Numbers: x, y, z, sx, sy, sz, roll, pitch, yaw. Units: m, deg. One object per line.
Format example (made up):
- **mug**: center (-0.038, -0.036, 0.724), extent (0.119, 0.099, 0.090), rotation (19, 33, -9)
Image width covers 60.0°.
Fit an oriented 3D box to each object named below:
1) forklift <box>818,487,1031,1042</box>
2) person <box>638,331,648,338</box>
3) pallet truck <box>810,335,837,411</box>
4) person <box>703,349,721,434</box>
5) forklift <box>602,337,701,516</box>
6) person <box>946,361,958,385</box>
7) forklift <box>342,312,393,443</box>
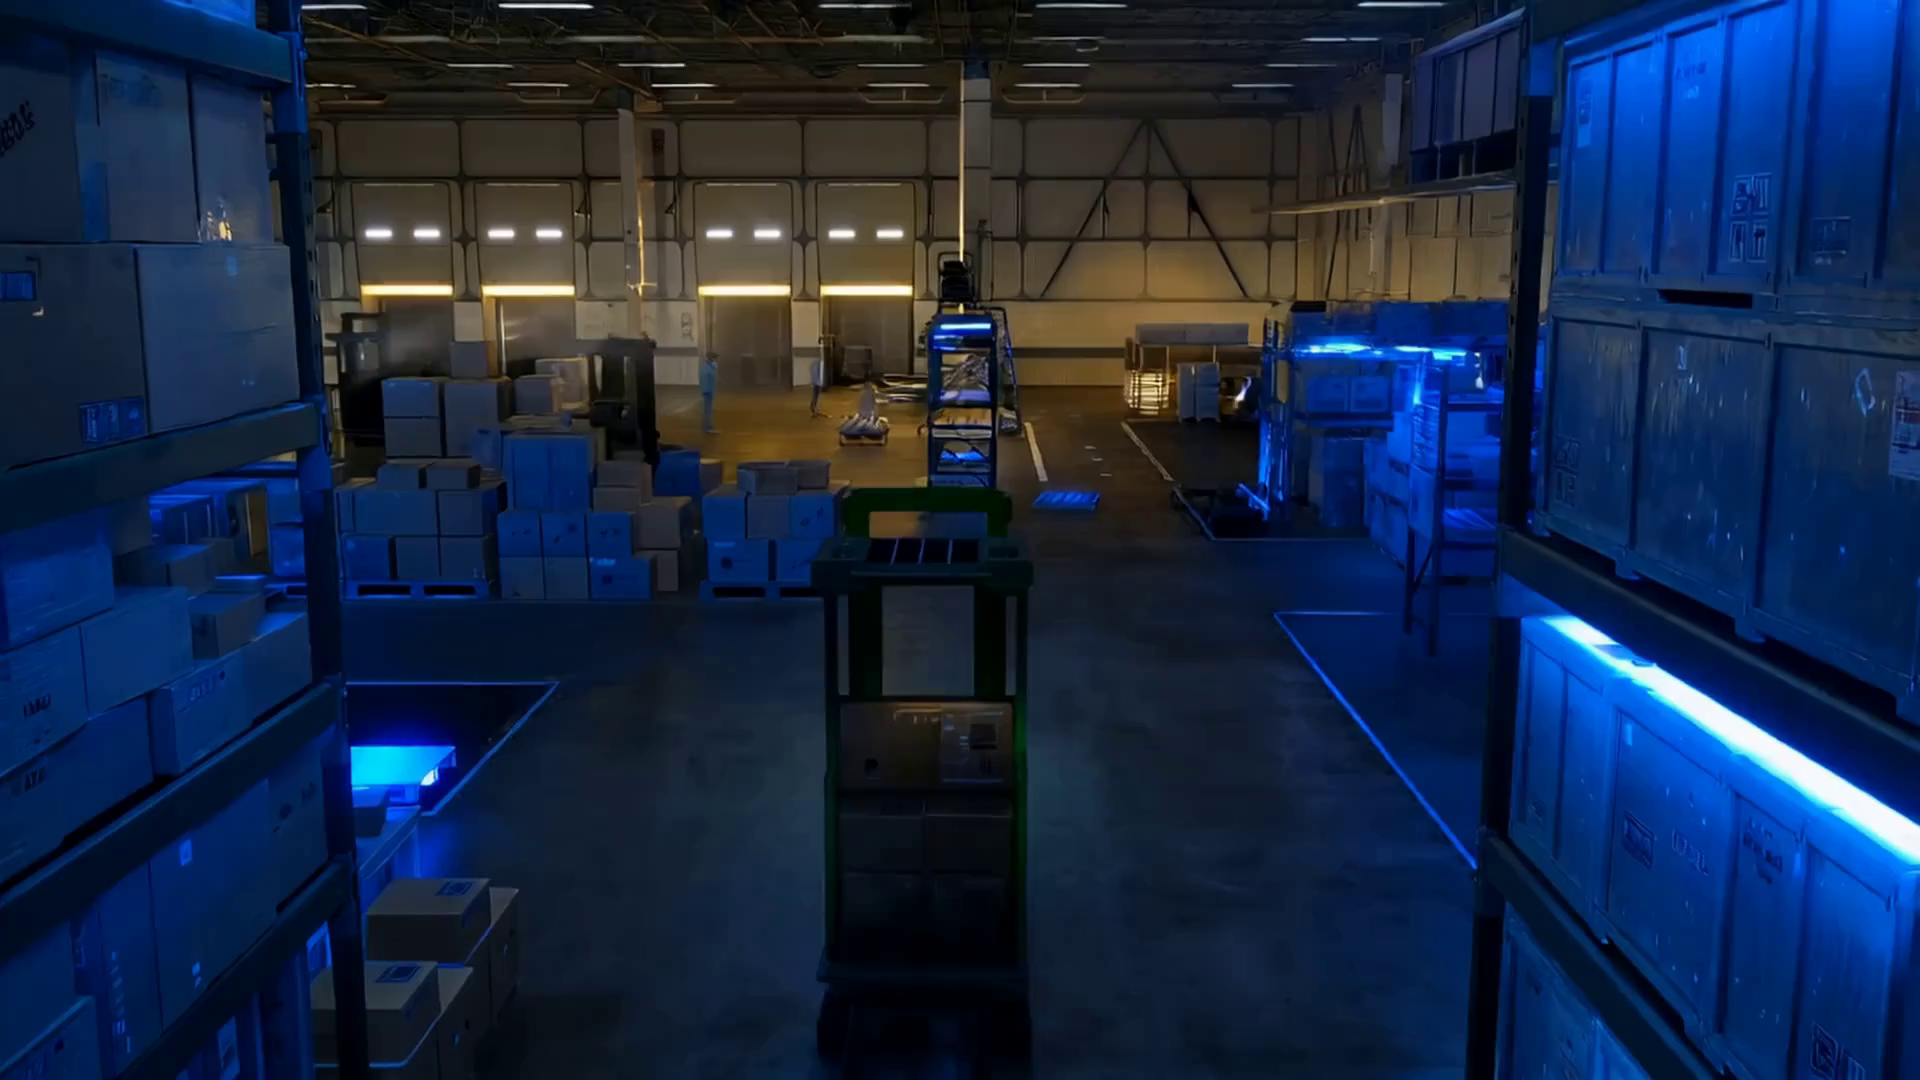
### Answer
- **forklift**: center (-0.177, 1.101, 9.352), extent (1.129, 2.768, 1.873), rotation (0, 10, 1)
- **person**: center (-8.914, -4.943, 46.975), extent (0.543, 1.929, 0.387), rotation (7, 12, 37)
- **pallet truck**: center (-3.021, -4.312, 43.126), extent (1.885, 1.965, 0.823), rotation (3, 10, 17)
- **person**: center (-5.691, -3.401, 38.038), extent (0.376, 1.940, 0.629), rotation (-2, 10, -13)
- **forklift**: center (-5.028, -1.701, 25.518), extent (1.129, 2.768, 1.873), rotation (8, 13, 40)
- **person**: center (-0.034, -3.962, 41.556), extent (0.697, 1.854, 0.347), rotation (-6, 12, -31)
- **forklift**: center (-12.964, -3.605, 36.499), extent (1.129, 2.768, 1.873), rotation (0, 10, 1)
